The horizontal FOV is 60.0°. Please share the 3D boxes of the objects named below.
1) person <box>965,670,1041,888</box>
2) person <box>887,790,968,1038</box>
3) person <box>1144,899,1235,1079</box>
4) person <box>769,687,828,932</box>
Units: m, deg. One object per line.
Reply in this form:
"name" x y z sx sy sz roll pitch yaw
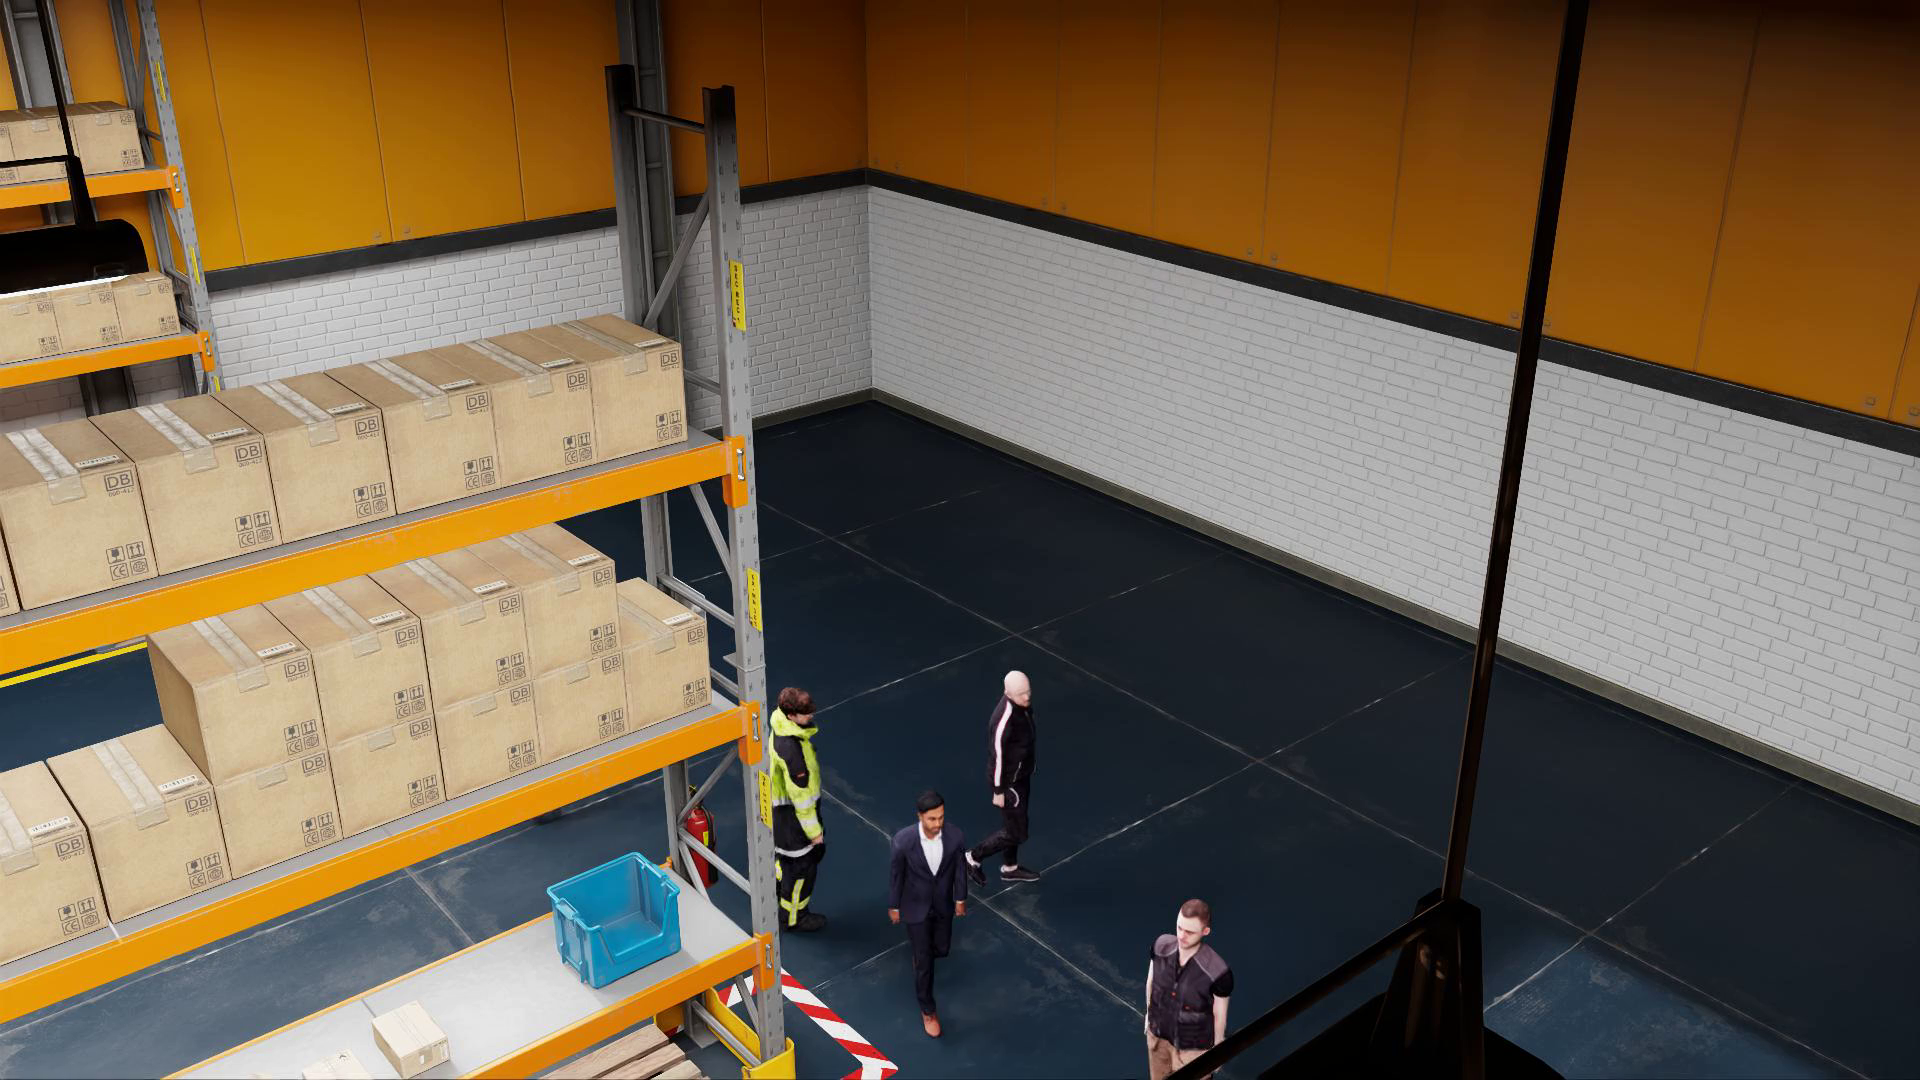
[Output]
"person" 0.257 1.691 11.706 0.985 1.809 0.928 3 24 8
"person" -0.219 2.264 10.533 1.027 1.698 0.954 -6 24 -14
"person" 1.306 2.733 9.308 0.759 1.822 1.023 20 30 38
"person" -1.202 1.838 11.190 0.977 1.953 0.950 -6 24 -14
